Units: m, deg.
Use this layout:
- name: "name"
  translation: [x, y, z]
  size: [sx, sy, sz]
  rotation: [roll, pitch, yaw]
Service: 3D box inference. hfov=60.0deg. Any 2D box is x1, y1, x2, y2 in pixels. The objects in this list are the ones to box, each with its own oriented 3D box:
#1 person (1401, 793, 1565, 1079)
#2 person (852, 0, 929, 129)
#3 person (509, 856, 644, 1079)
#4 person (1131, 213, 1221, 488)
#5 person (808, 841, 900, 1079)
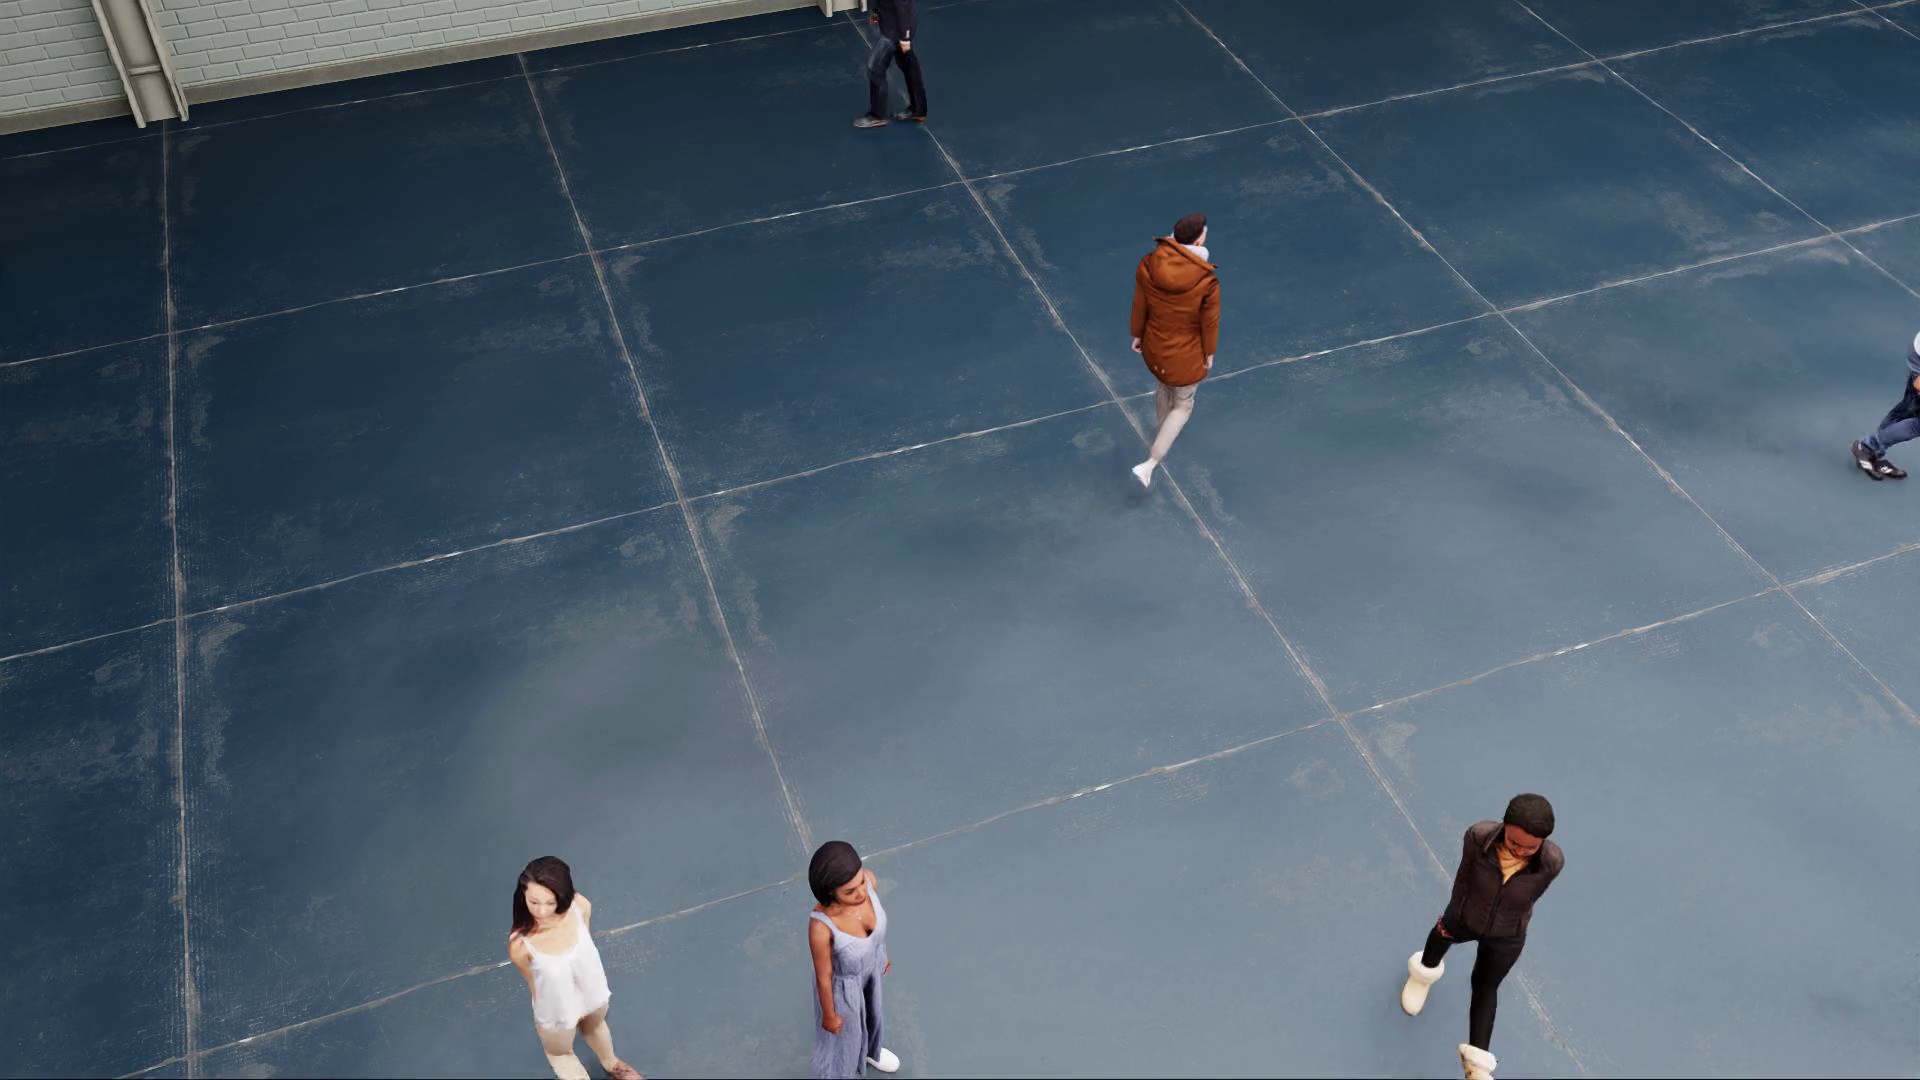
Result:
- name: "person"
  translation: [2.214, 1.743, 7.142]
  size: [1.044, 1.646, 1.069]
  rotation: [26, 49, 25]
- name: "person"
  translation: [-0.427, -4.179, 13.376]
  size: [0.966, 1.792, 0.841]
  rotation: [1, 43, 1]
- name: "person"
  translation: [-1.538, 1.945, 6.918]
  size: [0.826, 1.655, 0.839]
  rotation: [-5, 43, -5]
- name: "person"
  translation: [1.264, -1.122, 10.090]
  size: [1.076, 1.809, 1.209]
  rotation: [25, 48, 24]
- name: "person"
  translation: [-0.471, 1.832, 7.010]
  size: [0.717, 1.695, 0.625]
  rotation: [25, 48, 24]
